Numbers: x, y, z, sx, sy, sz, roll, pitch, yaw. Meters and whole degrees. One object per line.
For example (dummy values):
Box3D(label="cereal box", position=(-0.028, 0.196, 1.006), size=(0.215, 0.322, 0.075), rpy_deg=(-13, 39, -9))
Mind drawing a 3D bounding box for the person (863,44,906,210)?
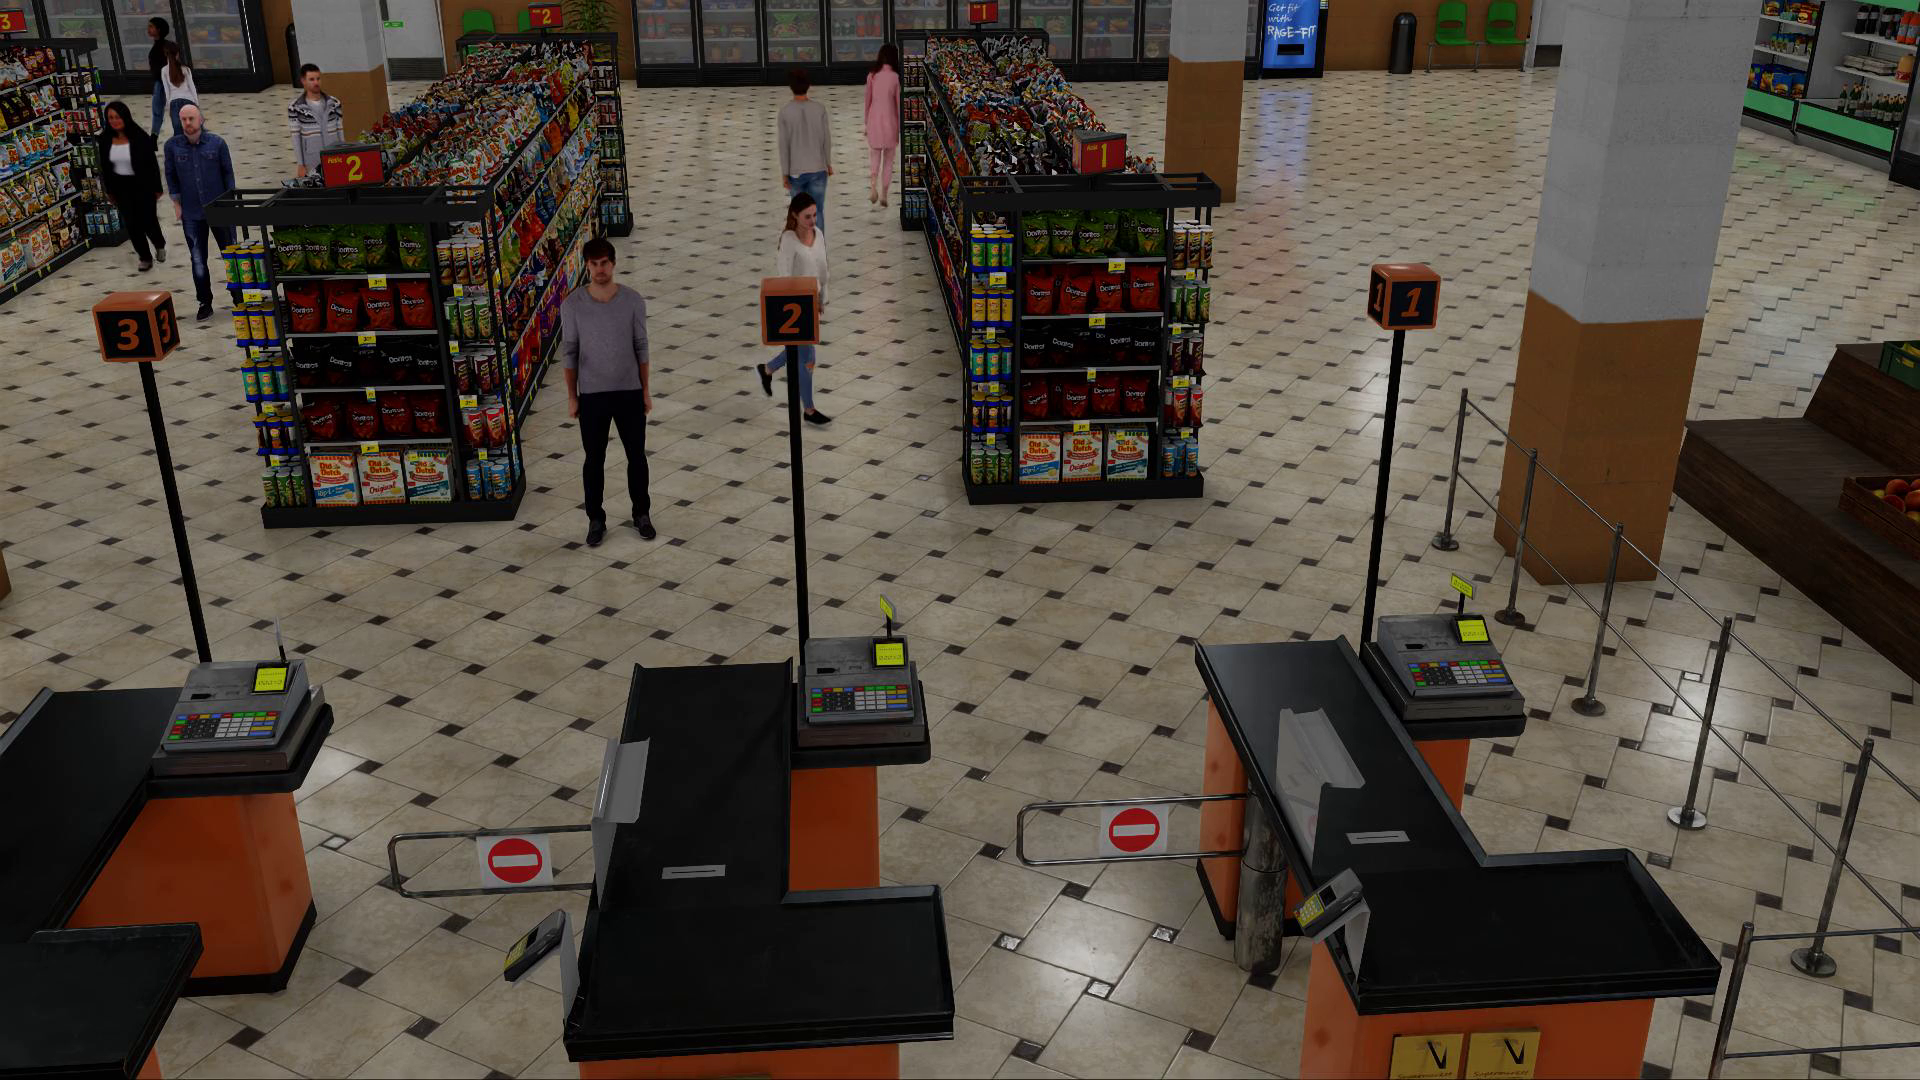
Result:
Box3D(label="person", position=(-0.849, -4.457, 18.113), size=(0.765, 1.778, 0.933), rpy_deg=(3, 24, 7))

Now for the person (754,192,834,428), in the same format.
Box3D(label="person", position=(-1.198, -1.645, 11.827), size=(1.075, 1.667, 1.055), rpy_deg=(15, 28, 31))

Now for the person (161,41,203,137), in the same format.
Box3D(label="person", position=(-9.469, -5.273, 20.252), size=(0.585, 1.559, 0.603), rpy_deg=(-9, 25, -19))

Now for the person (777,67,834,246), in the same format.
Box3D(label="person", position=(-1.426, -3.445, 15.698), size=(0.668, 1.862, 1.200), rpy_deg=(-2, 24, -5))

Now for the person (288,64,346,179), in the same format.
Box3D(label="person", position=(-6.270, -3.730, 16.346), size=(0.768, 1.863, 0.785), rpy_deg=(-19, 30, -37))

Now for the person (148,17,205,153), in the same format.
Box3D(label="person", position=(-10.066, -5.816, 21.380), size=(1.087, 1.650, 1.144), rpy_deg=(19, 30, 36))

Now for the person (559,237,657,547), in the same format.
Box3D(label="person", position=(-2.077, -0.884, 9.868), size=(0.705, 1.844, 0.619), rpy_deg=(-7, 25, -16))

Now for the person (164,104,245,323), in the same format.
Box3D(label="person", position=(-6.483, -2.819, 14.310), size=(0.766, 1.826, 0.679), rpy_deg=(-8, 25, -17))

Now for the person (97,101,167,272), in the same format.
Box3D(label="person", position=(-7.872, -3.375, 15.860), size=(0.673, 1.604, 0.734), rpy_deg=(-5, 24, -10))
